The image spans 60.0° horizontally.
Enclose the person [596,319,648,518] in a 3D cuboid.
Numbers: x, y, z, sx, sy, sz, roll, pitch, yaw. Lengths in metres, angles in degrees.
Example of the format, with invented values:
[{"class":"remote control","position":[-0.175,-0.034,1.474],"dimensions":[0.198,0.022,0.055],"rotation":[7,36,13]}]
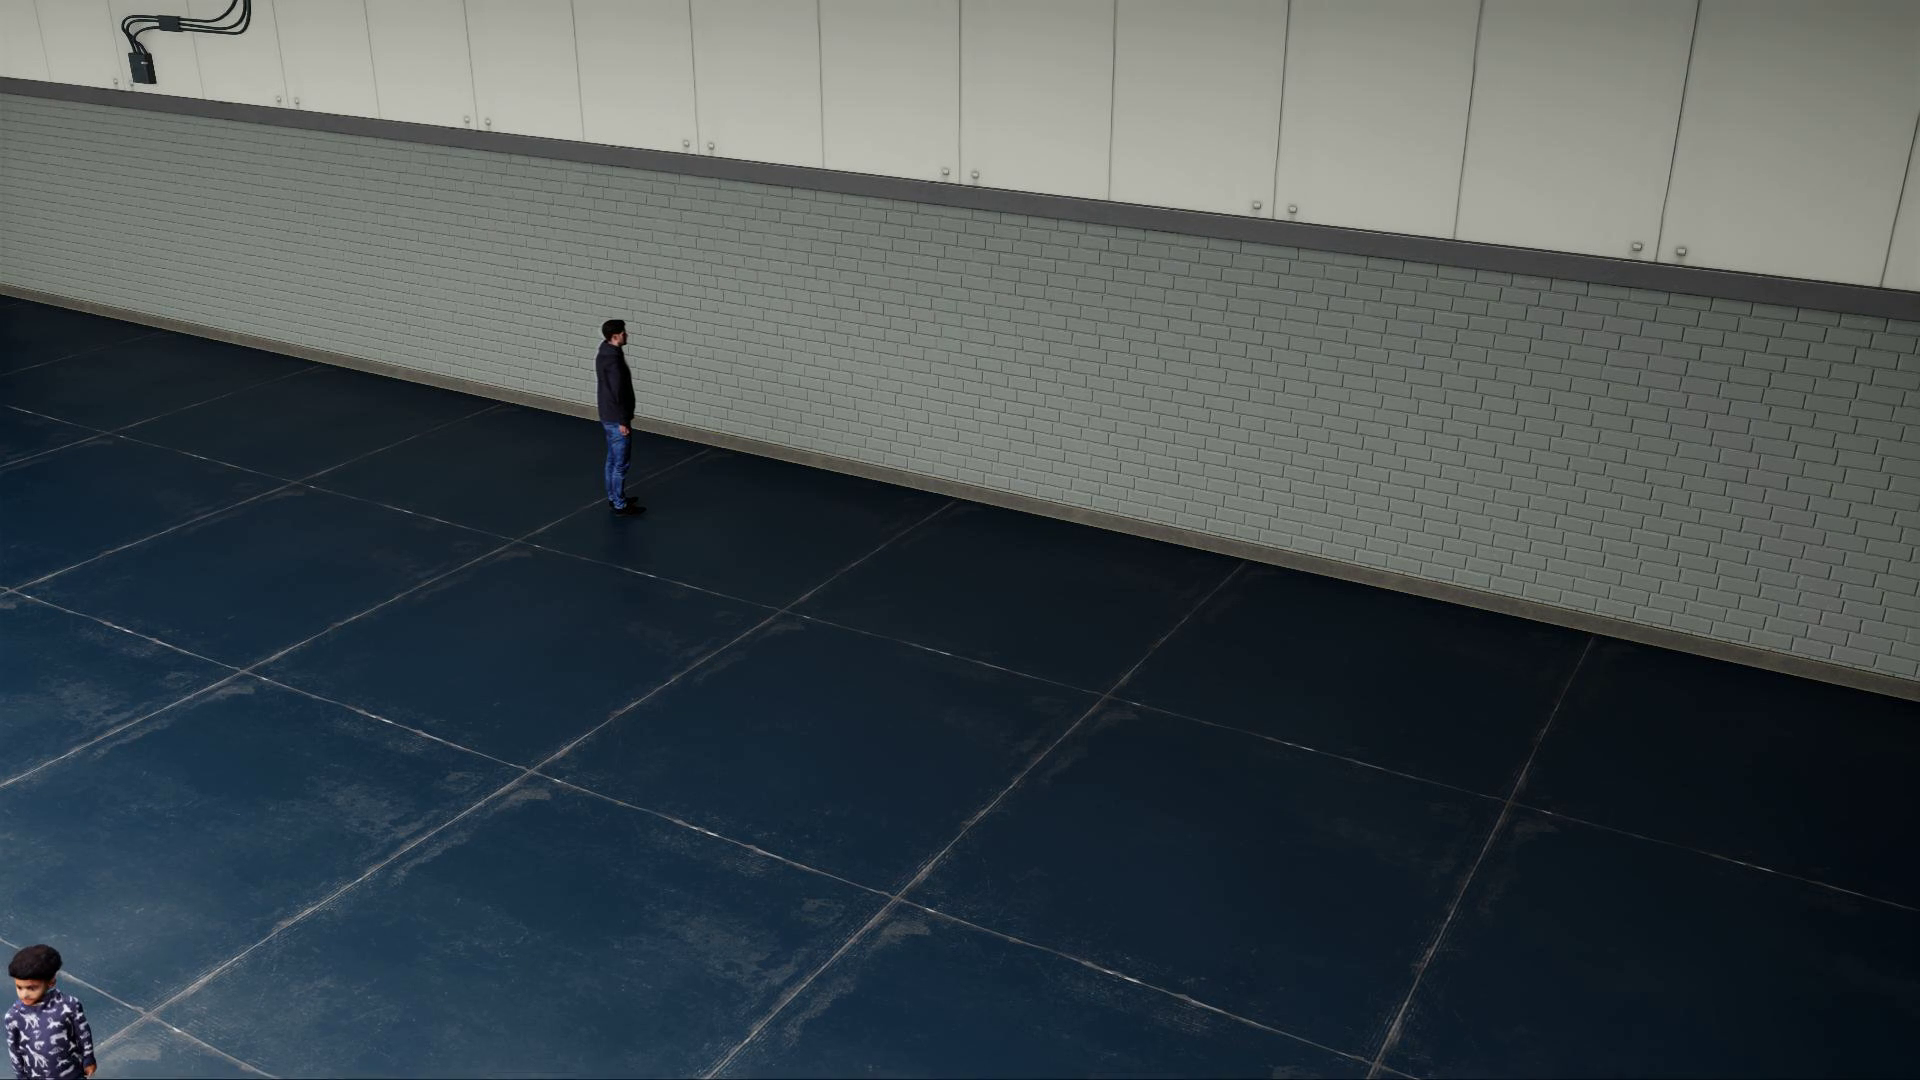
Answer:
[{"class":"person","position":[-3.246,-1.161,15.670],"dimensions":[0.779,1.892,0.763],"rotation":[-10,25,-22]}]

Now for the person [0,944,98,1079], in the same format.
[{"class":"person","position":[-4.318,2.477,7.933],"dimensions":[0.564,1.251,0.633],"rotation":[-8,24,-18]}]
